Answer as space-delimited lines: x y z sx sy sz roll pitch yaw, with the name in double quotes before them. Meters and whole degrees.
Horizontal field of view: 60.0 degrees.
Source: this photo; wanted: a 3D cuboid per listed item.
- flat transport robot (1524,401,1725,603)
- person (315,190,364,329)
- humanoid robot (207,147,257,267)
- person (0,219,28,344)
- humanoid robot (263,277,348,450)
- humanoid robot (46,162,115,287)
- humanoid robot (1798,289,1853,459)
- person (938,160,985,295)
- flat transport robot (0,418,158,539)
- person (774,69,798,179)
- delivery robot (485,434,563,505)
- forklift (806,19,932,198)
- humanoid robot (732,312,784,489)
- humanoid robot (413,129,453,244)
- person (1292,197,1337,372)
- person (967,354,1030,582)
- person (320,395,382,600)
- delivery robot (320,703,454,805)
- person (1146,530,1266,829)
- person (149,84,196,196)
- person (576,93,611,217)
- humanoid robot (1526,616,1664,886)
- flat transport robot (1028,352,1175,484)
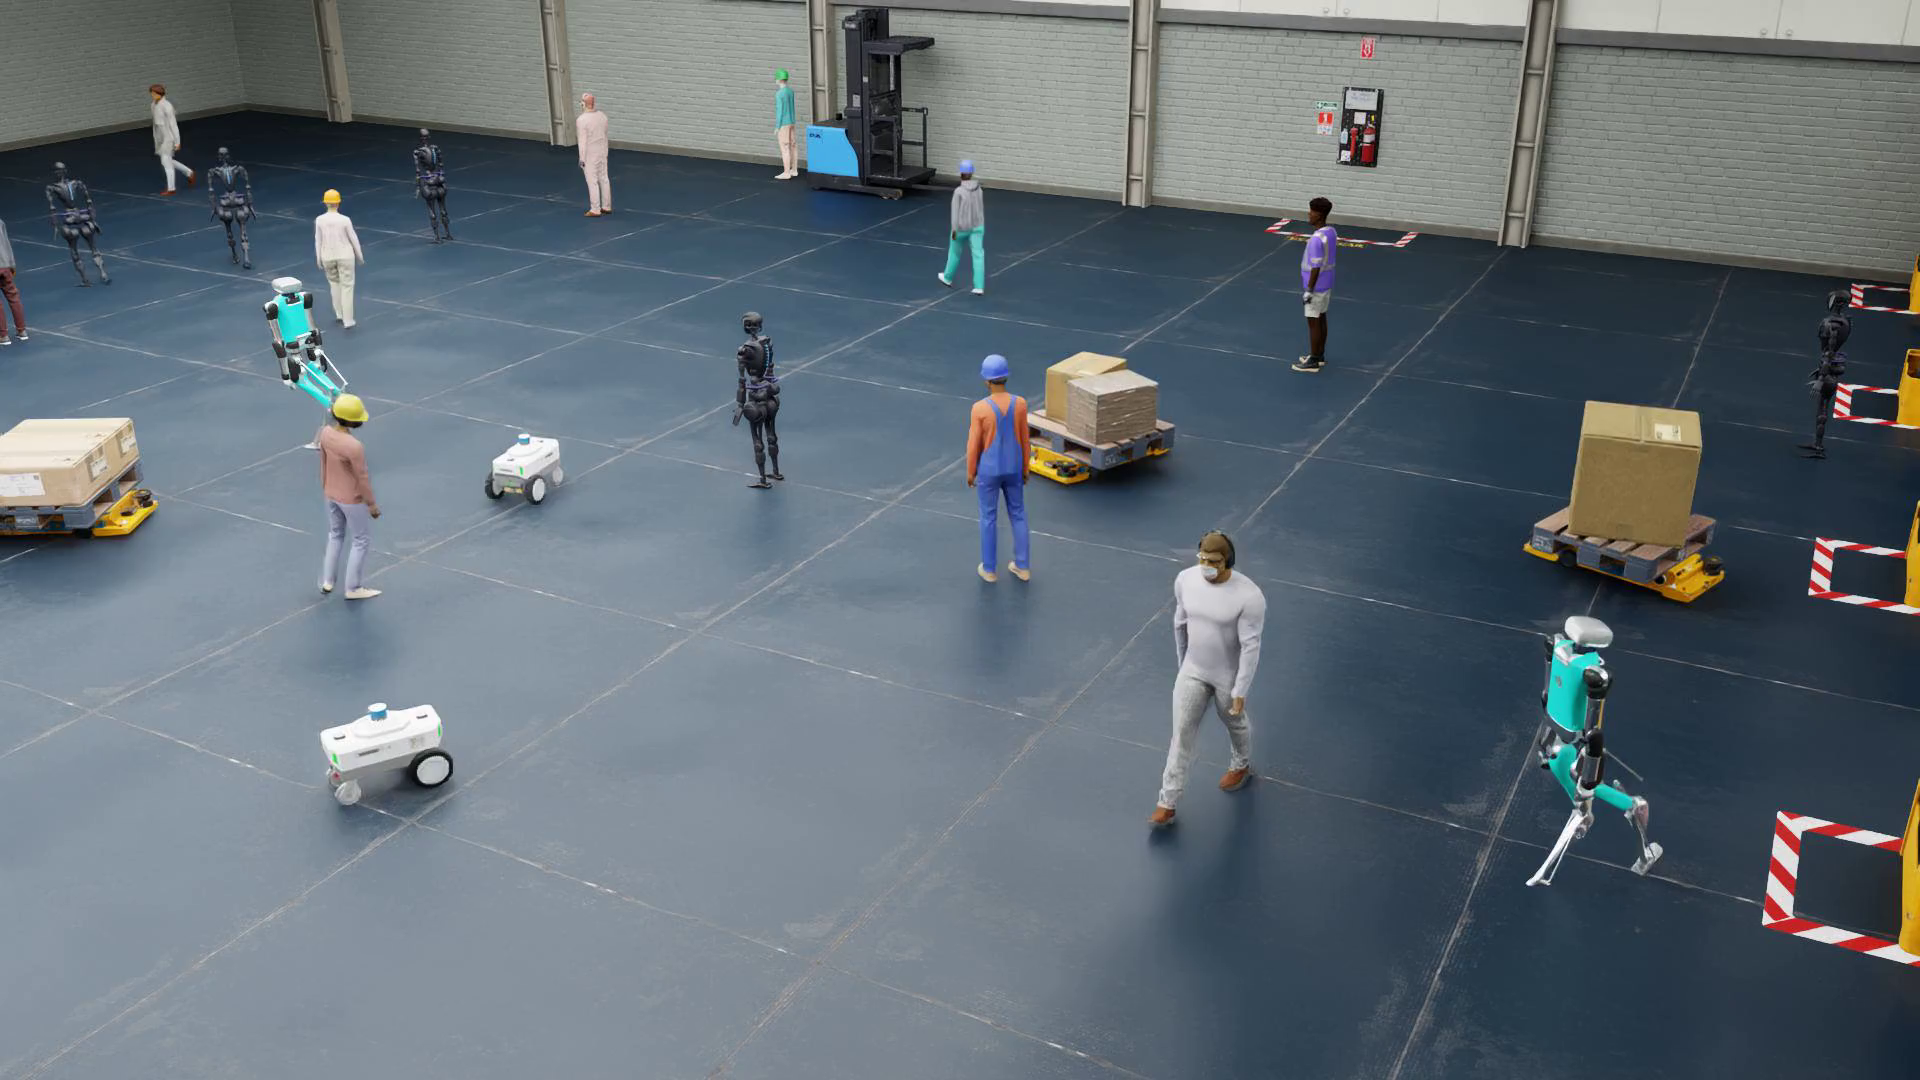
"flat transport robot" 5.505 0.143 13.829 0.659 0.231 1.431 -21 31 -40
"person" -7.615 -3.476 20.463 0.519 1.672 0.675 -2 23 -5
"humanoid robot" -10.172 -4.646 23.230 0.603 1.630 0.768 -11 25 -24
"person" -11.473 -3.224 19.718 0.374 1.808 0.536 13 26 27
"humanoid robot" -6.208 -1.677 16.038 0.735 1.677 0.533 12 26 25
"humanoid robot" -11.766 -4.200 22.167 0.480 1.644 0.613 18 29 36
"humanoid robot" 8.402 -1.620 16.133 0.315 1.657 0.599 12 26 25
"person" 0.068 -4.134 21.934 0.556 1.724 0.920 -13 27 -28
"flat transport robot" -7.955 -0.235 14.710 1.431 0.231 0.659 -1 23 -3
"person" -3.058 -7.249 29.006 0.366 1.874 0.511 13 26 27
"delivery robot" -4.013 -0.662 15.365 0.499 0.613 0.796 7 24 16
"forklift" -1.573 -7.292 27.850 1.873 2.768 1.129 12 26 25
"humanoid robot" -1.871 -1.303 15.399 0.315 1.654 0.599 12 26 25
"humanoid robot" -7.794 -5.222 24.523 0.315 1.654 0.599 12 26 25
"person" 4.008 -2.871 18.698 0.369 1.964 0.607 13 26 27
"person" 0.316 -0.574 13.451 0.526 1.896 0.421 -7 24 -16
"person" -4.863 -0.352 13.143 0.693 1.716 0.364 15 28 32
"delivery robot" -3.686 1.336 10.701 0.801 0.604 0.499 -14 27 -29
"person" 1.546 0.818 10.223 0.635 1.884 1.065 16 28 32
"person" -13.247 -6.731 27.883 0.507 1.806 0.700 16 28 33
"person" -5.793 -6.051 26.178 0.402 1.908 0.641 13 26 27
"humanoid robot" 3.747 1.222 9.502 0.967 1.772 0.539 -5 24 -12
"flat transport robot" 1.323 -0.863 16.171 1.431 0.231 0.659 -19 30 -37
